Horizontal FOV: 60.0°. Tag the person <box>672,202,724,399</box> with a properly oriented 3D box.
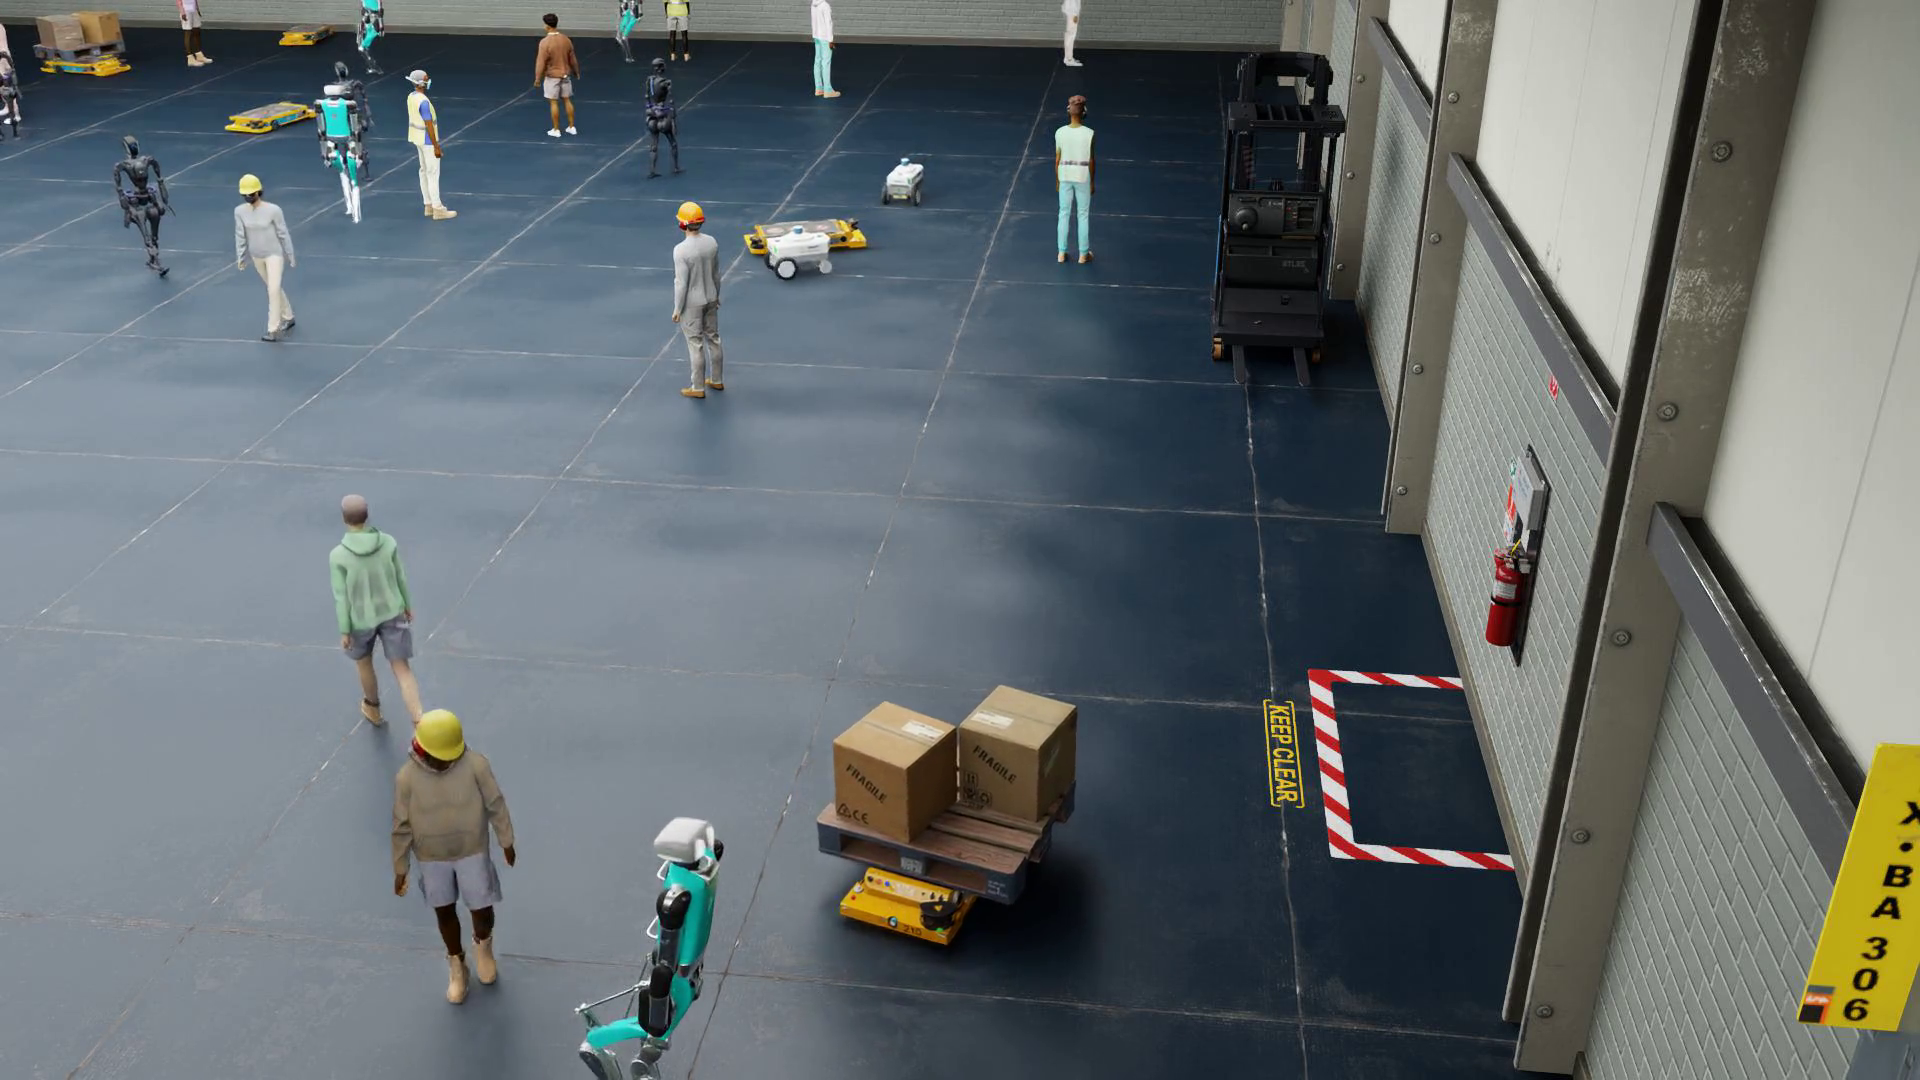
[{"bbox_3d":[-2.508,-2.290,15.897,0.357,1.895,0.570,20,33,34],"label":"person"}]

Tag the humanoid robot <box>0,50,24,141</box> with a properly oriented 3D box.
[{"bbox_3d":[-14.643,-6.906,25.375,0.591,1.648,0.389,-7,27,-14],"label":"humanoid robot"}]

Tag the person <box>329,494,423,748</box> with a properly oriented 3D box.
[{"bbox_3d":[-3.668,0.521,10.502,0.485,1.699,0.881,-17,31,-31],"label":"person"}]

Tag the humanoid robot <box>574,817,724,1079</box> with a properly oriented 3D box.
[{"bbox_3d":[-1.438,2.046,7.506,0.803,1.851,0.565,5,27,11],"label":"humanoid robot"}]

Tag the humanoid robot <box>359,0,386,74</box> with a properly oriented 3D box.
[{"bbox_3d":[-10.650,-9.192,29.855,0.540,1.761,0.907,16,31,29],"label":"humanoid robot"}]

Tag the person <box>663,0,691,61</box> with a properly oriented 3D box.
[{"bbox_3d":[-5.312,-9.887,31.291,0.527,1.689,0.321,5,27,9],"label":"person"}]

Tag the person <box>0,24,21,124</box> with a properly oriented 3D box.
[{"bbox_3d":[-15.465,-7.696,26.714,0.856,1.877,0.545,18,32,32],"label":"person"}]

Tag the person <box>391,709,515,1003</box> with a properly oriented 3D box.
[{"bbox_3d":[-2.542,1.576,8.346,0.590,1.738,0.429,-6,27,-11],"label":"person"}]

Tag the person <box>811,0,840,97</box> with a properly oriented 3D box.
[{"bbox_3d":[-2.328,-8.535,28.341,0.375,1.917,0.489,-19,32,-33],"label":"person"}]

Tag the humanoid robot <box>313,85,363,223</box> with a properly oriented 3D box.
[{"bbox_3d":[-7.934,-5.002,21.500,0.553,1.799,0.819,-2,27,-4],"label":"humanoid robot"}]

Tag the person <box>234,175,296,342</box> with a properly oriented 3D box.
[{"bbox_3d":[-7.294,-2.935,17.354,0.546,1.722,0.882,4,27,8],"label":"person"}]

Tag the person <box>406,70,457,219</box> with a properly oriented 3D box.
[{"bbox_3d":[-6.900,-5.112,21.535,0.400,1.893,0.521,-20,33,-34],"label":"person"}]

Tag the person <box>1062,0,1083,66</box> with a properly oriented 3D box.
[{"bbox_3d":[2.084,-9.782,30.875,0.401,1.876,0.497,-1,27,-3],"label":"person"}]

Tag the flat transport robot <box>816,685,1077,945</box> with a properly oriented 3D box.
[{"bbox_3d":[-0.081,1.766,9.613,0.659,0.231,1.431,11,29,21],"label":"flat transport robot"}]

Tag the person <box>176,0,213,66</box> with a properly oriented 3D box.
[{"bbox_3d":[-14.266,-9.844,30.830,0.397,2.035,0.607,4,27,7],"label":"person"}]

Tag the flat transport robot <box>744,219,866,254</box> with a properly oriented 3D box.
[{"bbox_3d":[-1.929,-3.763,20.651,1.431,0.231,0.659,-6,27,-13],"label":"flat transport robot"}]

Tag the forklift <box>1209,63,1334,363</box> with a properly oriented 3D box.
[{"bbox_3d":[3.241,-3.477,17.183,1.129,2.768,1.873,3,27,6],"label":"forklift"}]

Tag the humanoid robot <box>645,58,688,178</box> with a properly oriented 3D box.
[{"bbox_3d":[-4.221,-5.988,23.536,0.586,1.641,0.613,18,32,32],"label":"humanoid robot"}]

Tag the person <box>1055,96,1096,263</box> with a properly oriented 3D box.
[{"bbox_3d":[1.365,-4.270,19.760,0.485,1.978,0.405,7,27,14],"label":"person"}]

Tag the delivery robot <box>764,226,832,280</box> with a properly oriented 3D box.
[{"bbox_3d":[-1.911,-3.402,19.597,0.764,0.582,0.499,-10,28,-20],"label":"delivery robot"}]

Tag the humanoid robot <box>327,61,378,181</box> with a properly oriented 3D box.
[{"bbox_3d":[-8.544,-5.897,23.358,0.602,1.643,0.607,-17,31,-30],"label":"humanoid robot"}]

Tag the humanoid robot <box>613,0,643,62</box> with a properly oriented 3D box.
[{"bbox_3d":[-6.271,-9.842,31.144,0.530,1.770,0.781,15,30,27],"label":"humanoid robot"}]

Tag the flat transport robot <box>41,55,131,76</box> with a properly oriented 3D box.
[{"bbox_3d":[-16.043,-8.695,30.496,1.431,0.231,0.659,8,28,16],"label":"flat transport robot"}]

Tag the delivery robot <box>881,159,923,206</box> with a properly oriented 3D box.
[{"bbox_3d":[-0.744,-4.843,22.479,0.499,0.587,0.782,6,27,12],"label":"delivery robot"}]

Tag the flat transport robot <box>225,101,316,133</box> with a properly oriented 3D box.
[{"bbox_3d":[-11.027,-6.770,26.654,0.659,0.231,1.431,9,28,17],"label":"flat transport robot"}]

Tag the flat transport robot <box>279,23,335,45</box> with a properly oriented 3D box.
[{"bbox_3d":[-13.123,-10.158,33.417,0.659,0.231,1.431,-1,27,-1],"label":"flat transport robot"}]

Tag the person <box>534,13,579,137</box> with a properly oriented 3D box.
[{"bbox_3d":[-6.216,-7.197,25.750,0.400,1.846,0.778,23,35,38],"label":"person"}]

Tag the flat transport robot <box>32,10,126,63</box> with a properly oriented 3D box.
[{"bbox_3d":[-16.337,-8.957,31.020,1.431,0.231,0.659,15,30,27],"label":"flat transport robot"}]

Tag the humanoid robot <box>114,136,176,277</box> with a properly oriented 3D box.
[{"bbox_3d":[-9.481,-3.898,19.393,0.789,1.629,0.585,21,33,35],"label":"humanoid robot"}]
